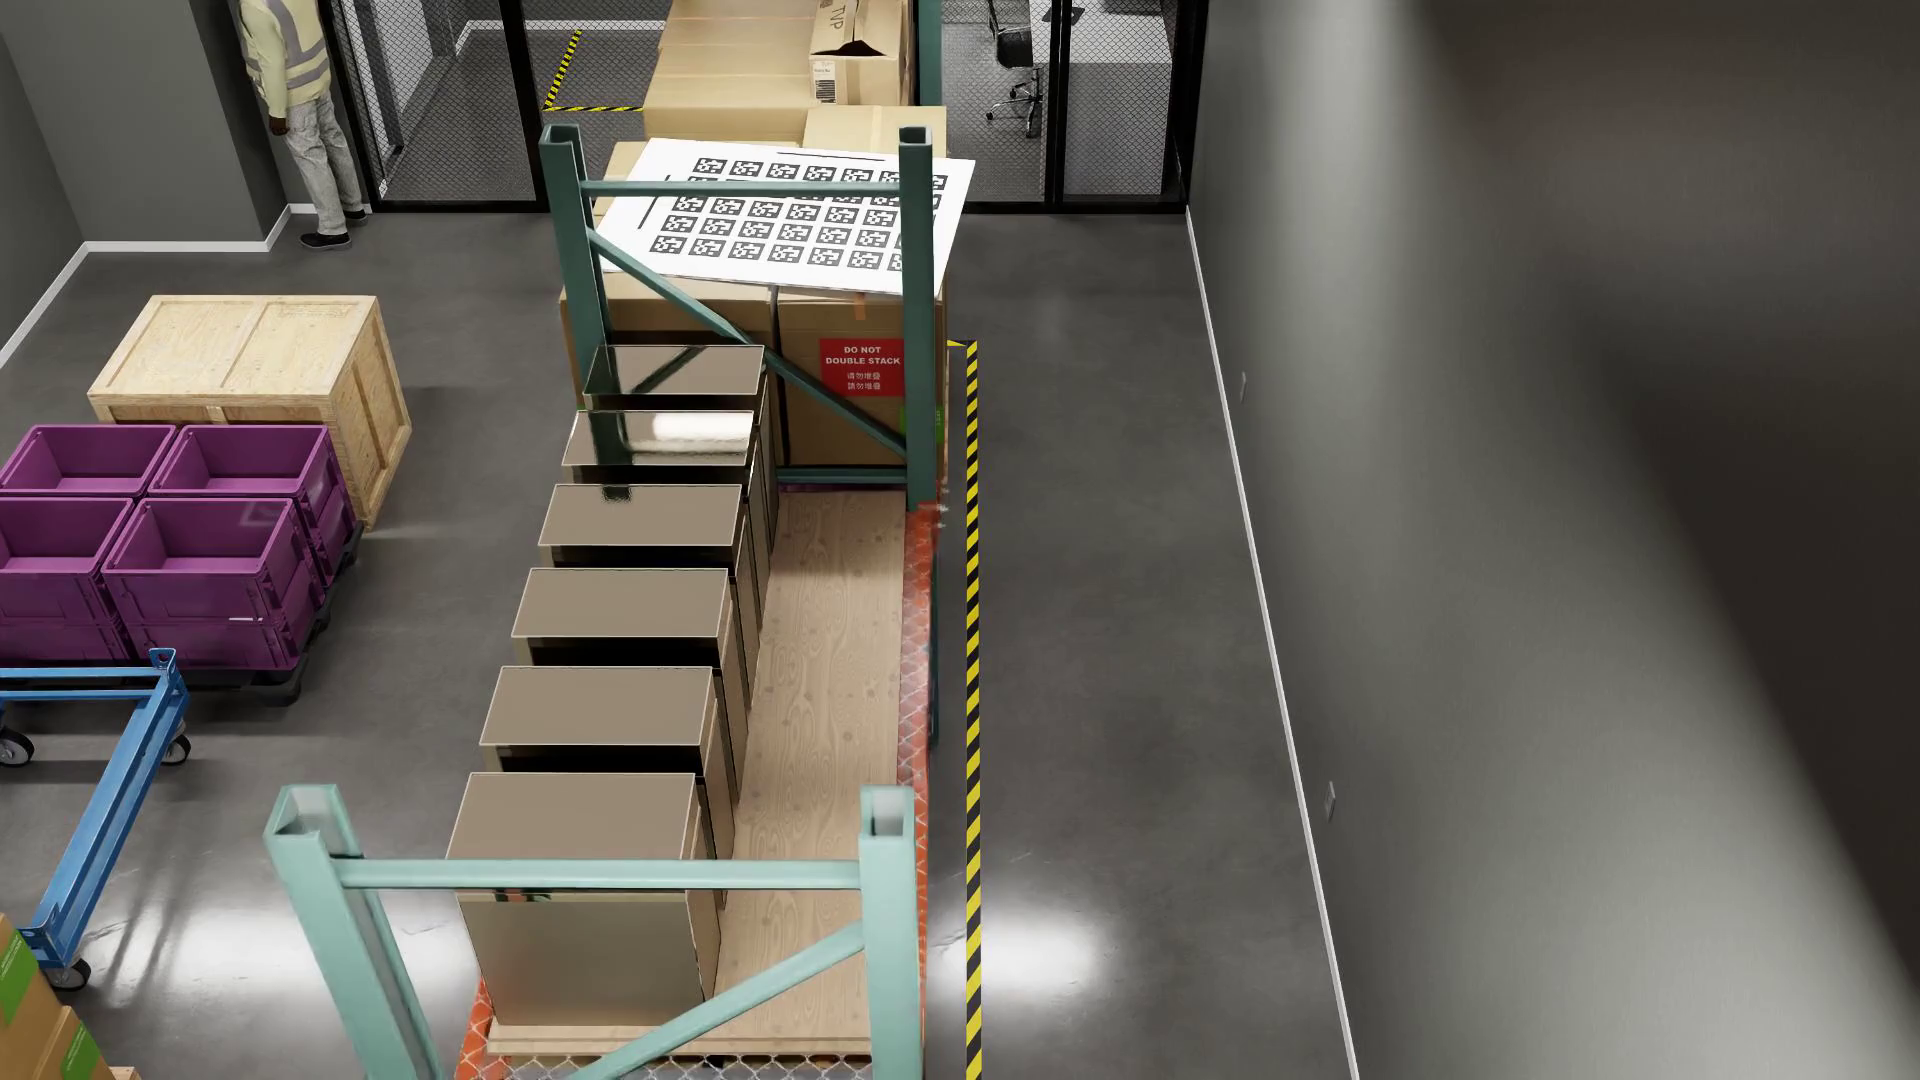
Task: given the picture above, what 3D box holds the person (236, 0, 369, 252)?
[{"bbox_3d":[-3.488,-2.391,8.698,0.404,1.830,0.600,5,41,6],"label":"person"}]
